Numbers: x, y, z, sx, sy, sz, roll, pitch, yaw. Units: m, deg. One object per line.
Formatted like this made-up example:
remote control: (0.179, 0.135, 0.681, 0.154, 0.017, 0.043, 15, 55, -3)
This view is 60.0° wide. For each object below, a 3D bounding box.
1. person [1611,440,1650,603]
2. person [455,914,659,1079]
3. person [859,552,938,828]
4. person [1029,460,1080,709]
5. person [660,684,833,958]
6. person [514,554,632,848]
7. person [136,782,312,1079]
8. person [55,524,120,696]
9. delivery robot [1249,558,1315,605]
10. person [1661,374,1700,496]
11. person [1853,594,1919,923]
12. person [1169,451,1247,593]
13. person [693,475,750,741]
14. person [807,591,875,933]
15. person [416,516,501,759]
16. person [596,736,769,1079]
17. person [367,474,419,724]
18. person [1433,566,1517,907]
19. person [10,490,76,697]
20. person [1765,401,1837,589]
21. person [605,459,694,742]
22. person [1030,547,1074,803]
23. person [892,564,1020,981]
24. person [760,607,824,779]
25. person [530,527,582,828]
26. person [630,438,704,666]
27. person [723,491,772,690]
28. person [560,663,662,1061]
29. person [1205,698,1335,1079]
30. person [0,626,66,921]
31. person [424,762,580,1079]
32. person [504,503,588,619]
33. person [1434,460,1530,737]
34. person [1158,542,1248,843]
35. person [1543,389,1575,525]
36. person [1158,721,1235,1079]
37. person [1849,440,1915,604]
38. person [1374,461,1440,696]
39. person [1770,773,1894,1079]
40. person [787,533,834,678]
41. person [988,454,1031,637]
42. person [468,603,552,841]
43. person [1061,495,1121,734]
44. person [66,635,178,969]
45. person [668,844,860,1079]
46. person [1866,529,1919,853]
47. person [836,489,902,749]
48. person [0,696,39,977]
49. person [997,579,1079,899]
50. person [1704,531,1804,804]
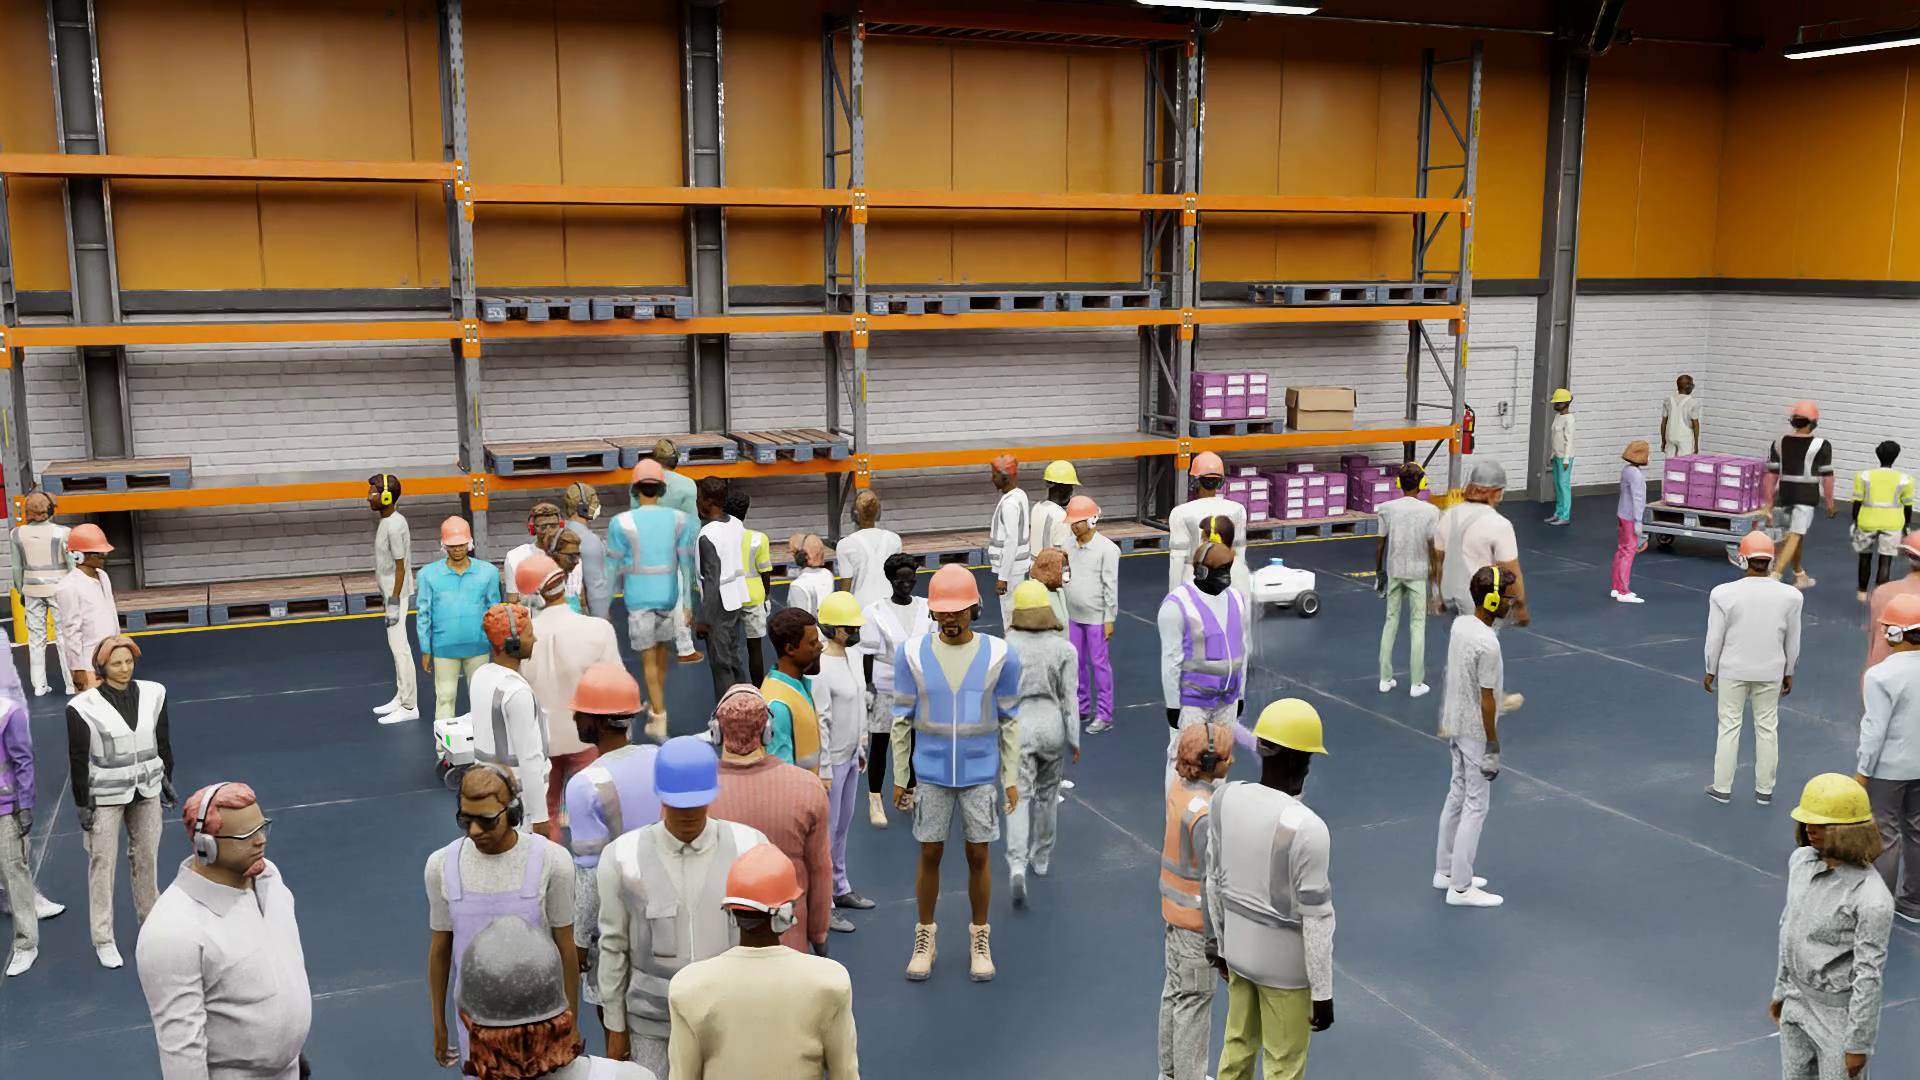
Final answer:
person: (6.743, -0.194, 16.701, 0.264, 1.631, 0.506, 1, 10, 8)
person: (-1.012, 1.833, 3.852, 0.681, 2.000, 0.538, -7, 12, -36)
person: (-0.362, 0.904, 10.192, 0.536, 1.697, 0.322, -5, 11, -25)
person: (0.734, 0.343, 12.797, 0.395, 1.918, 0.586, -3, 10, -18)
person: (-0.798, 1.479, 6.277, 0.638, 1.909, 0.408, -2, 10, -13)
person: (-2.041, 1.054, 8.636, 0.688, 1.947, 0.480, 0, 10, 0)
person: (-2.215, 1.673, 5.165, 0.408, 1.908, 0.645, 1, 10, 4)
person: (-5.644, 0.757, 10.875, 0.339, 1.749, 0.573, -1, 10, -5)
delivery robot: (3.042, 0.420, 16.002, 0.707, 0.478, 0.477, -3, 10, -18)
person: (9.791, -1.327, 22.626, 0.324, 1.841, 0.517, -9, 13, -41)
person: (4.850, 1.146, 8.636, 0.564, 1.752, 0.339, -4, 11, -21)
person: (1.809, 0.360, 12.332, 0.613, 2.043, 0.374, -3, 10, -17)
person: (-1.717, 0.491, 11.934, 0.390, 1.920, 0.587, 2, 10, 12)
person: (-0.624, 1.135, 8.669, 0.311, 1.768, 0.522, 3, 10, 17)
person: (-3.353, 0.704, 11.183, 0.563, 1.752, 0.325, -4, 11, -23)
person: (-0.902, 1.584, 5.583, 0.608, 1.940, 0.416, -2, 10, -13)
person: (-4.253, 0.430, 12.429, 0.328, 1.872, 0.508, -4, 11, -23)
person: (2.771, 1.049, 8.922, 0.338, 1.856, 0.524, -1, 10, -5)
person: (-7.167, 0.431, 13.086, 0.515, 1.641, 0.309, 0, 10, -3)
person: (8.546, -0.419, 17.000, 1.051, 1.998, 0.608, -6, 11, -30)
person: (-2.303, 0.413, 12.105, 0.616, 2.011, 0.862, -6, 12, -32)
person: (0.583, 0.850, 10.688, 0.280, 1.633, 0.500, 3, 10, 17)
person: (-0.023, 1.117, 7.968, 0.615, 2.041, 0.385, 0, 10, 3)
person: (-0.794, 1.245, 7.582, 0.371, 1.920, 0.597, 0, 10, -1)
person: (-2.449, 0.833, 10.200, 0.344, 1.839, 0.505, 0, 10, -1)
person: (-2.477, 0.106, 14.096, 0.628, 1.940, 0.377, 4, 10, 20)
person: (-1.690, 0.471, 12.688, 0.532, 1.697, 0.319, 0, 10, -1)
person: (-1.337, 1.426, 6.480, 0.361, 1.939, 0.552, 5, 11, 29)
person: (1.141, 1.515, 6.039, 0.380, 1.917, 0.585, -6, 12, -33)
person: (-5.241, 1.079, 8.787, 1.033, 1.852, 0.649, 2, 10, 9)
person: (-1.542, 1.627, 5.646, 0.516, 1.835, 0.358, 0, 10, 0)
person: (-2.760, 0.656, 11.192, 0.570, 1.844, 0.377, -6, 11, -30)
person: (3.894, 0.397, 12.129, 0.946, 2.000, 0.689, -3, 10, -18)
person: (1.445, 0.914, 9.754, 0.629, 1.837, 0.429, -6, 12, -32)
person: (7.711, -1.064, 21.369, 0.338, 1.761, 0.524, 0, 10, 1)
person: (0.963, 1.533, 6.742, 0.308, 1.636, 0.523, -1, 10, -6)
person: (9.046, -0.146, 16.322, 0.540, 1.665, 0.742, 6, 12, 31)
person: (3.546, 0.307, 13.182, 0.516, 1.857, 0.324, 7, 12, 34)
person: (3.005, 1.648, 5.806, 0.330, 1.734, 0.481, -1, 10, -6)
person: (-0.994, 0.763, 11.171, 0.315, 1.640, 0.515, 4, 11, 21)
person: (0.392, 0.236, 13.496, 0.356, 1.887, 0.572, 1, 10, 8)
person: (-2.085, 1.225, 7.813, 0.355, 1.882, 0.576, -8, 13, -39)
person: (0.916, 0.534, 12.207, 0.354, 1.738, 0.574, -9, 13, -41)
person: (-4.138, 1.270, 8.247, 0.315, 1.641, 0.515, 7, 12, 34)
person: (-0.589, 1.773, 5.032, 0.573, 1.747, 0.337, -1, 10, -6)
person: (5.373, 0.889, 9.485, 0.601, 1.974, 0.660, -2, 10, -10)
person: (-0.651, 0.558, 11.761, 0.504, 1.847, 0.345, -6, 11, -31)
person: (-4.724, 1.306, 8.041, 0.520, 1.639, 0.312, 1, 10, 4)
person: (0.406, 1.086, 9.119, 0.505, 1.705, 0.789, 0, 10, -2)
person: (5.018, 0.810, 10.568, 0.562, 1.753, 0.322, 2, 10, 10)
